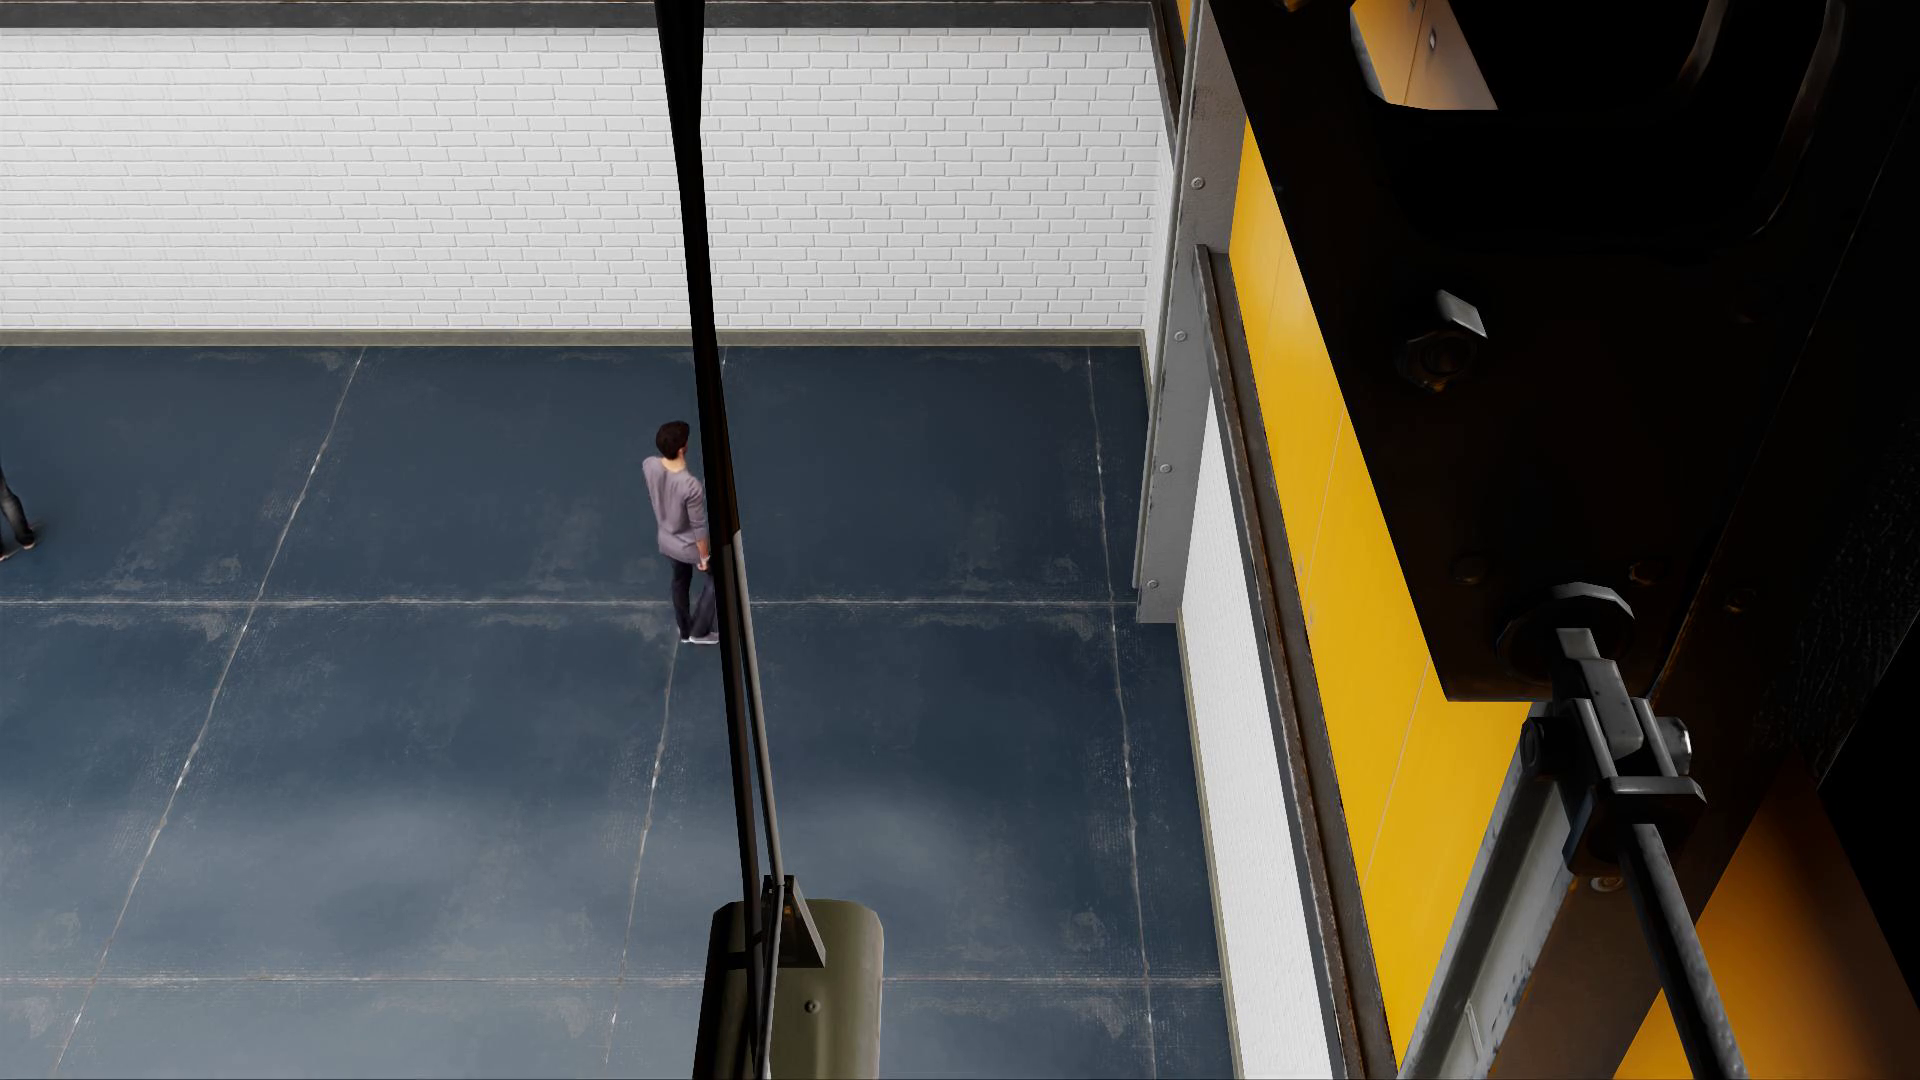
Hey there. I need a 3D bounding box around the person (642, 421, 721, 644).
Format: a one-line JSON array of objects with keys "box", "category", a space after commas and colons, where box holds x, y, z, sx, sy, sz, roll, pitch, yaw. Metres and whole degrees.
[{"box": [-1.839, 0.027, 10.750, 0.804, 1.841, 0.835, 25, 49, 24], "category": "person"}]
